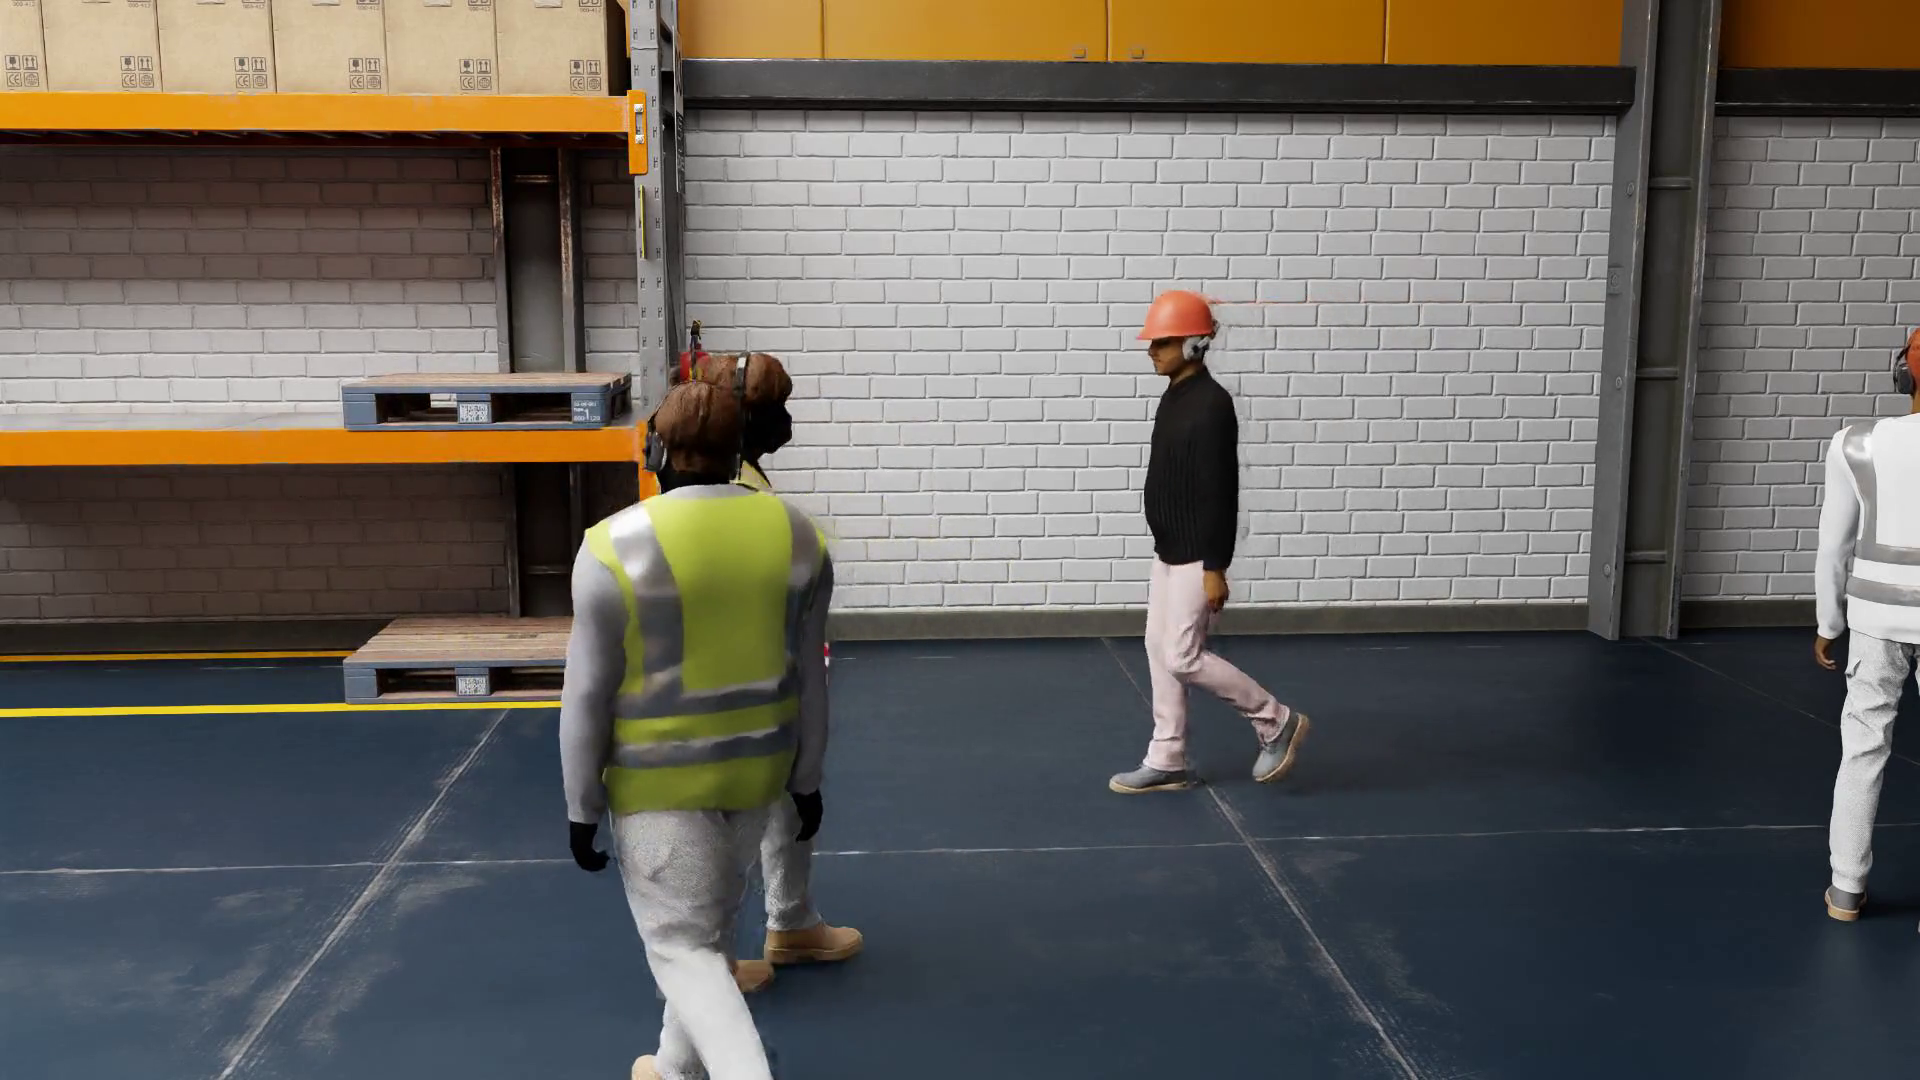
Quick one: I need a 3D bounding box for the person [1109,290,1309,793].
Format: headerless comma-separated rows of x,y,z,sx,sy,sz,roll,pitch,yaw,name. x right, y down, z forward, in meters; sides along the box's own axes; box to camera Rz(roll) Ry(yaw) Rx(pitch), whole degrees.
0.951,0.030,6.396,0.645,1.974,0.624,-2,9,-9,person

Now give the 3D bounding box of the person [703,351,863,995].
-0.504,0.389,4.620,0.716,1.814,0.638,-2,9,-12,person

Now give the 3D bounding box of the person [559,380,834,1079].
-0.547,0.549,3.705,0.633,1.805,0.889,-7,11,-38,person

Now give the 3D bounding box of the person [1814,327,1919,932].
2.947,0.276,5.116,0.583,1.884,0.350,7,11,36,person
